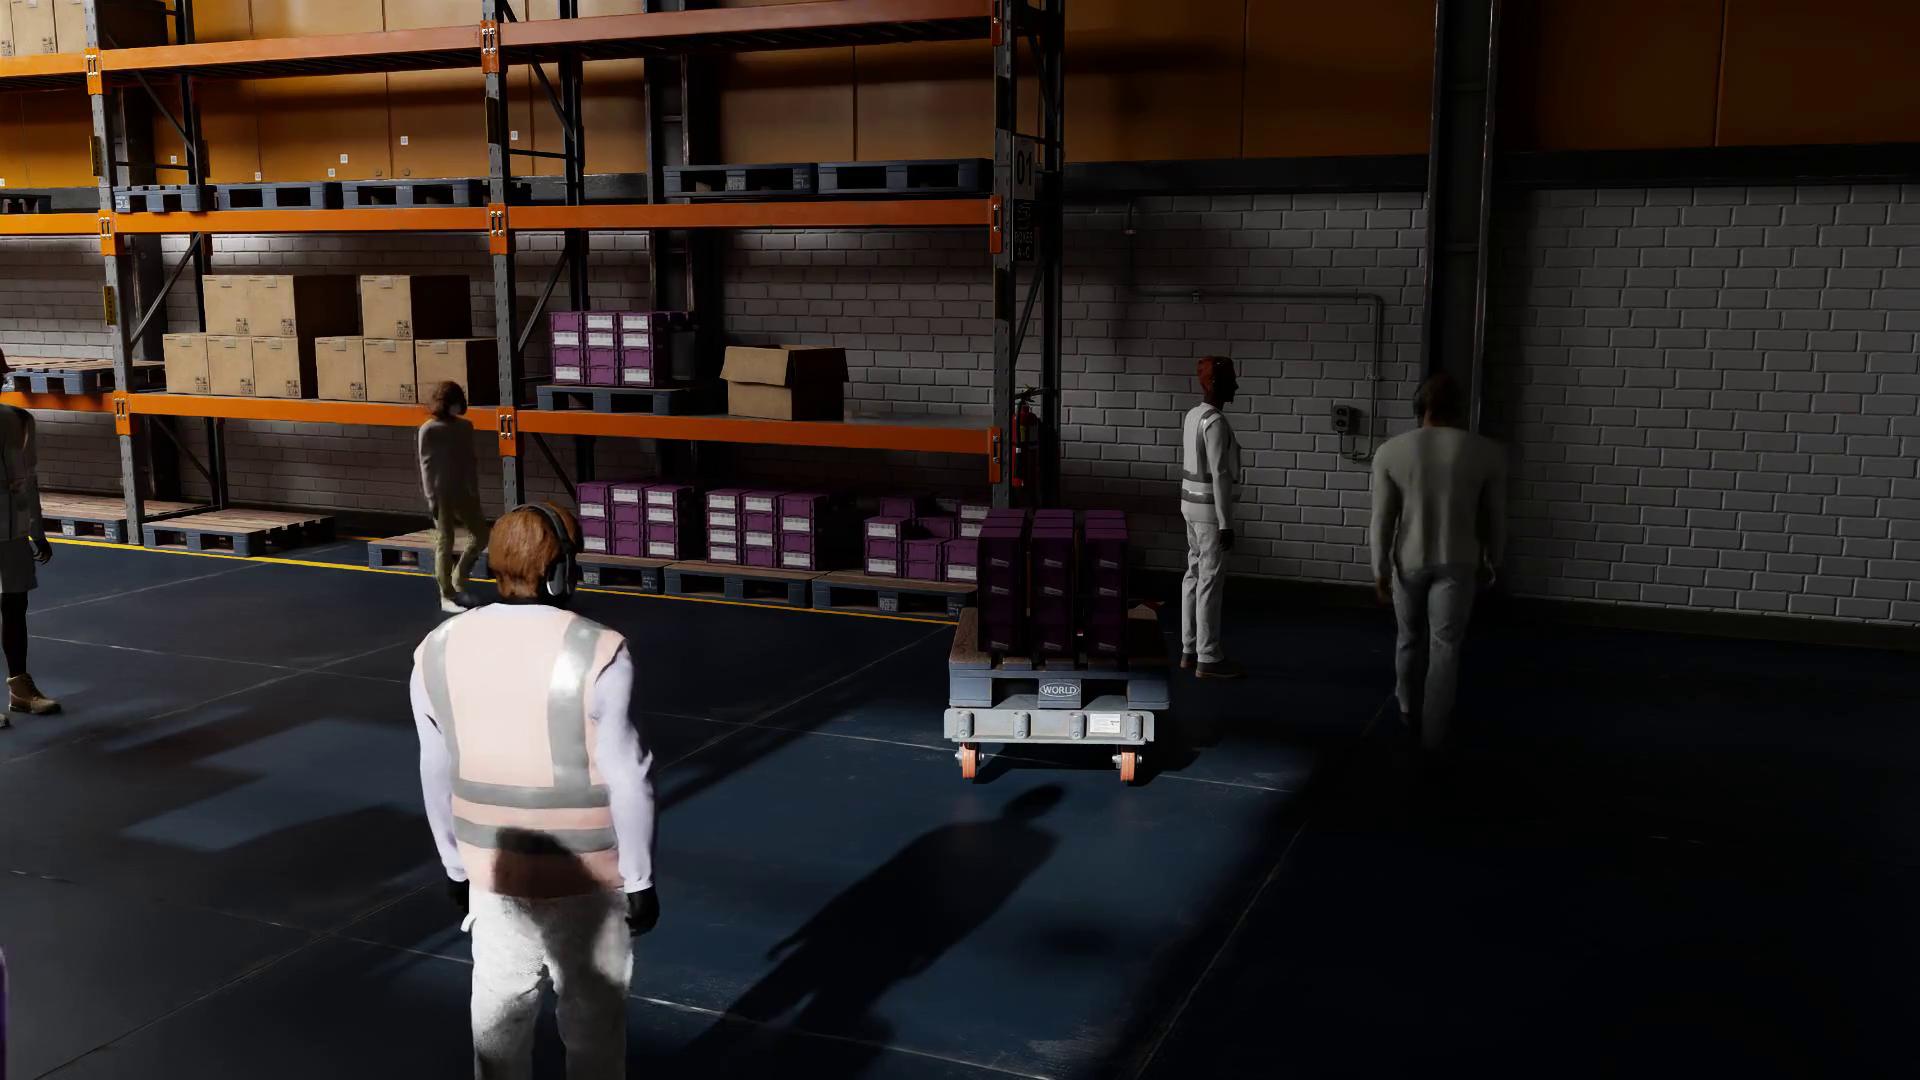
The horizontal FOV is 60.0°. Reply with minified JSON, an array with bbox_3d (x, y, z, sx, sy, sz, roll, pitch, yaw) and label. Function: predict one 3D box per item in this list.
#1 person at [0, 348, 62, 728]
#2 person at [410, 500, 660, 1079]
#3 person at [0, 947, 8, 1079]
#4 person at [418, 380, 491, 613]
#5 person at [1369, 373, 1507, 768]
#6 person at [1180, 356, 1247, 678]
[{"bbox_3d":[-5.058,-0.042,8.720,0.375,2.044,0.607,4,10,22],"label":"person"},{"bbox_3d":[-1.023,0.819,4.164,0.619,1.845,0.430,3,10,18],"label":"person"},{"bbox_3d":[-1.600,1.104,2.325,0.531,1.900,0.955,-2,10,-11],"label":"person"},{"bbox_3d":[-3.484,-0.291,11.470,0.369,1.618,0.525,5,11,28],"label":"person"},{"bbox_3d":[2.365,0.119,8.265,0.646,1.881,1.044,3,10,19],"label":"person"},{"bbox_3d":[1.480,-0.135,9.759,0.355,1.882,0.575,-2,10,-10],"label":"person"}]
